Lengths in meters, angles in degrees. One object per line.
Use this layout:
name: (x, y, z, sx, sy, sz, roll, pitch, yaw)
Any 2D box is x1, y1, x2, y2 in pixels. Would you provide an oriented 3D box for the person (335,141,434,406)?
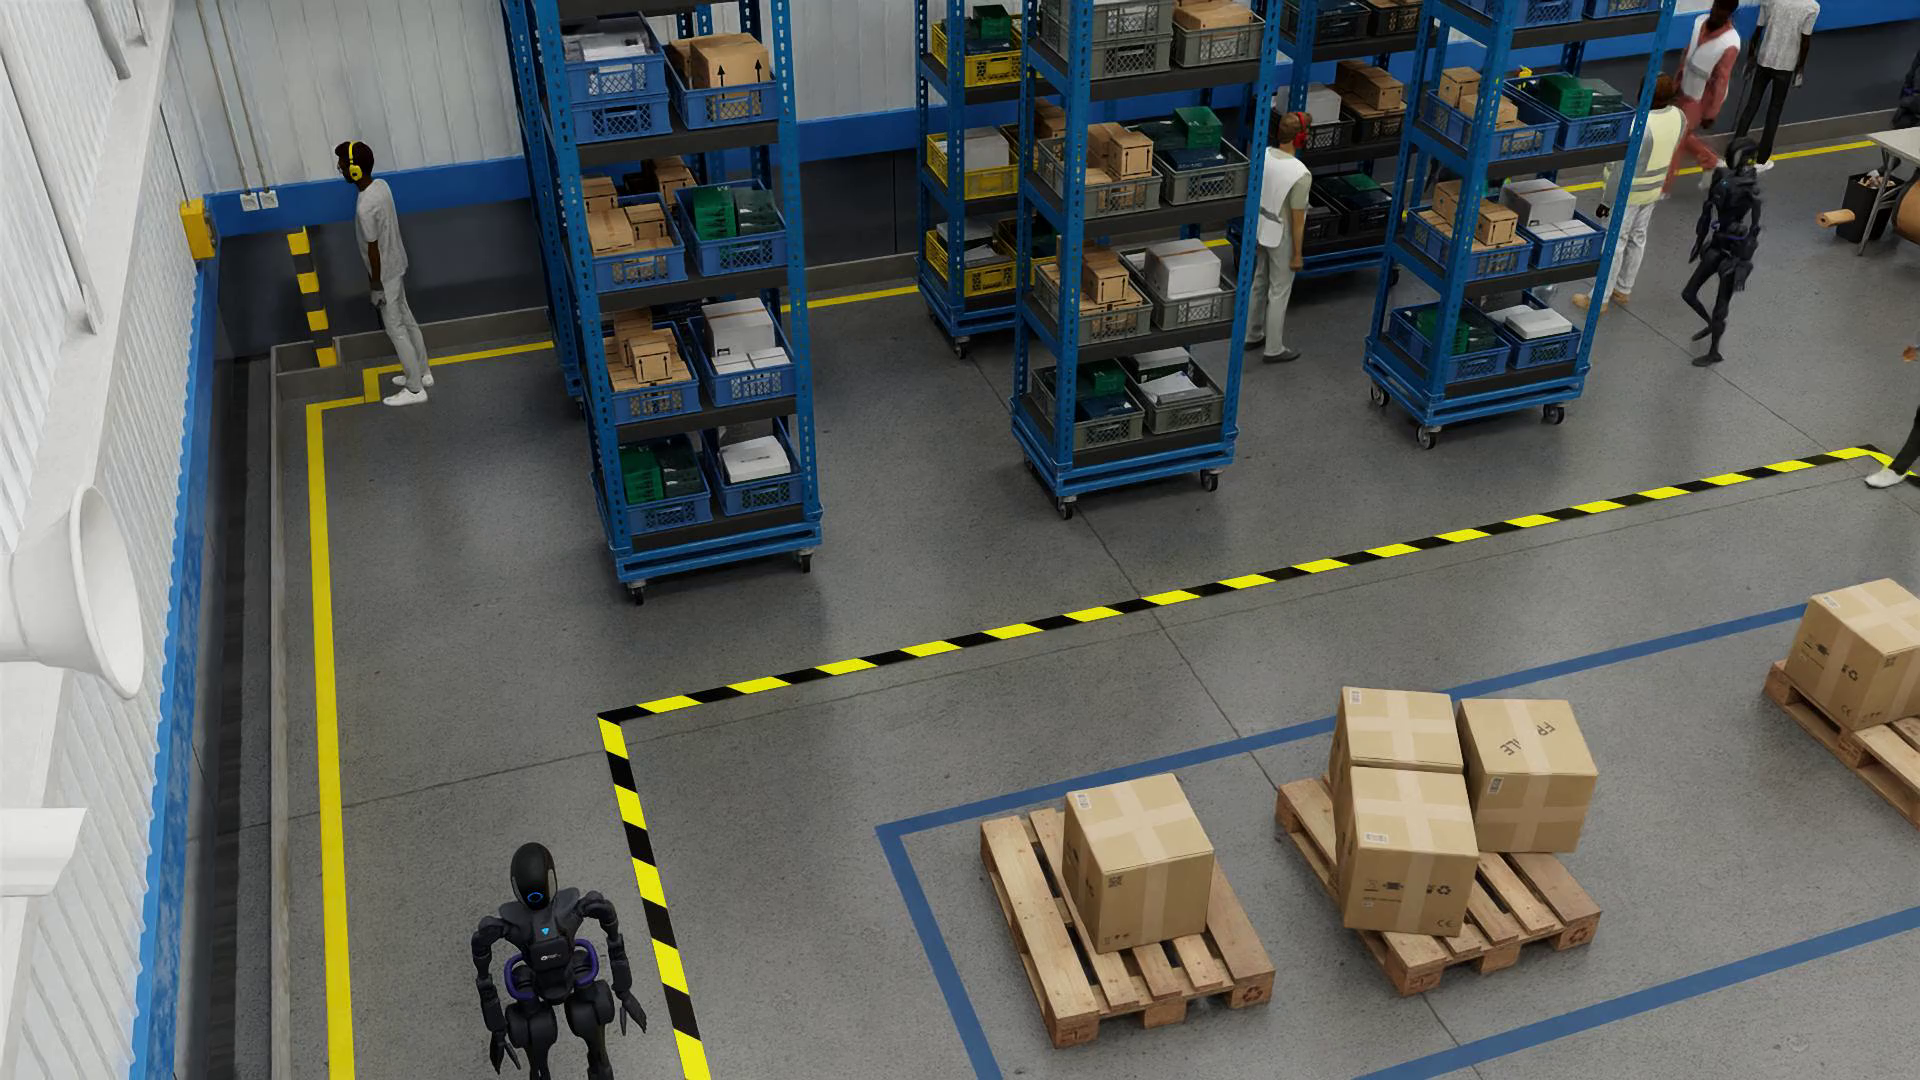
person: (-3.880, -1.793, 11.218, 0.313, 1.864, 0.506, -2, 35, -3)

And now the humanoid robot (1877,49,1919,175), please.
humanoid robot: (8.029, -3.570, 13.944, 0.710, 1.626, 0.608, -12, 37, -16)

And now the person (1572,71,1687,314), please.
person: (4.965, -2.573, 12.339, 0.623, 1.844, 0.429, -21, 40, -26)

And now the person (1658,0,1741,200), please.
person: (6.212, -3.702, 13.907, 0.684, 1.874, 0.638, -2, 35, -2)

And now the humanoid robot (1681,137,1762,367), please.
humanoid robot: (5.426, -2.039, 11.721, 0.394, 1.647, 0.598, -9, 36, -12)

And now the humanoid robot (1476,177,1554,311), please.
humanoid robot: (3.875, -2.080, 11.733, 1.027, 1.738, 0.538, 1, 35, 2)

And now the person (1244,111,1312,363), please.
person: (2.236, -2.118, 11.701, 0.426, 1.834, 0.565, -14, 38, -19)

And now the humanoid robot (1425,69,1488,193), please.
humanoid robot: (3.895, -2.817, 12.837, 0.590, 1.637, 0.646, 18, 39, 24)

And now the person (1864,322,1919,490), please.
person: (6.280, -1.160, 10.398, 0.882, 1.776, 0.612, -2, 35, -2)

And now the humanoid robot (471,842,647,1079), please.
humanoid robot: (-1.511, 1.766, 6.317, 0.599, 1.657, 0.315, -12, 37, -17)

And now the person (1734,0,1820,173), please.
person: (7.138, -4.145, 14.557, 0.513, 1.857, 0.335, 29, 45, 35)
